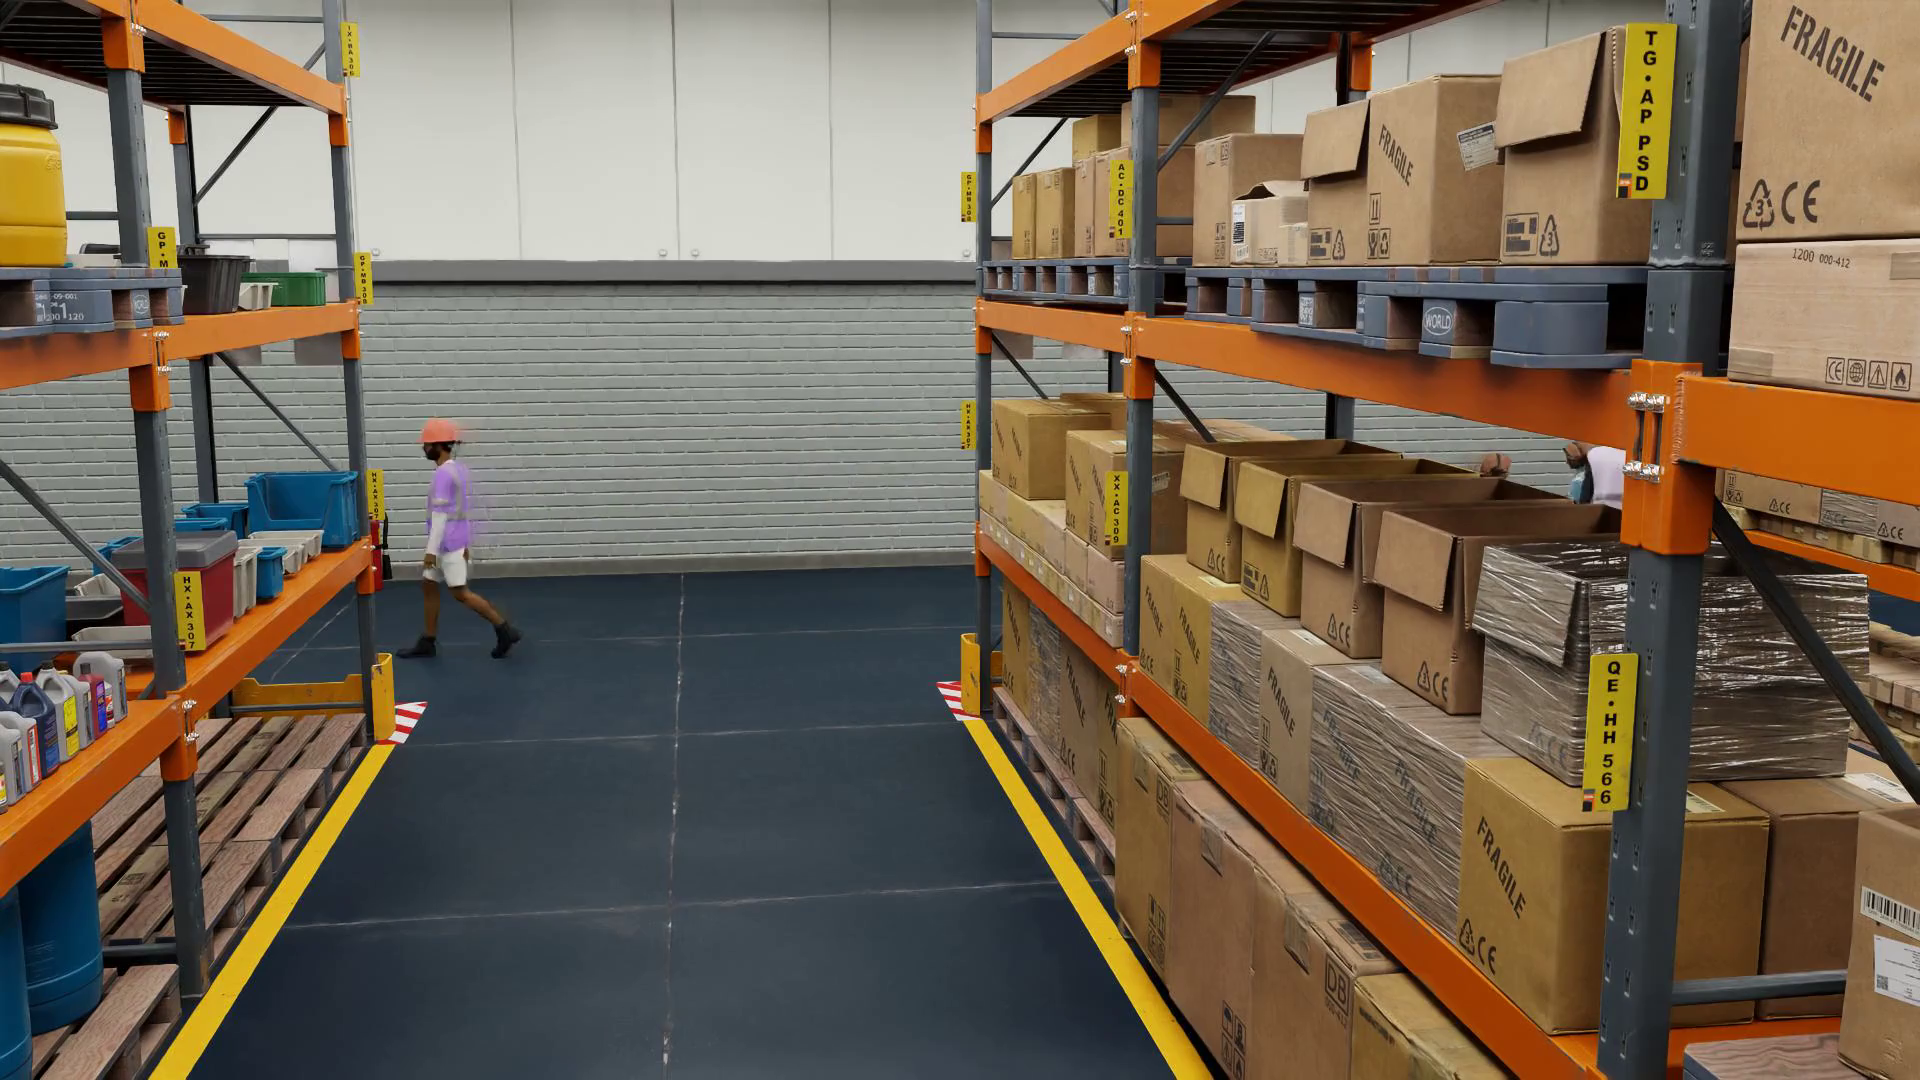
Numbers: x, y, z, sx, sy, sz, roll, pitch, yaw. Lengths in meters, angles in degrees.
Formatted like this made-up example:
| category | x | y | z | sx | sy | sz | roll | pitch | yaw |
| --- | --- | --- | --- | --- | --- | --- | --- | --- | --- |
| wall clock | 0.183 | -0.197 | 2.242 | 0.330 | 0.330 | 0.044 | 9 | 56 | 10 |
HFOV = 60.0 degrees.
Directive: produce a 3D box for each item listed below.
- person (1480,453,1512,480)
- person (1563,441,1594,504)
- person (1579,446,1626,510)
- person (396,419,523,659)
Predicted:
| category | x | y | z | sx | sy | sz | roll | pitch | yaw |
| --- | --- | --- | --- | --- | --- | --- | --- | --- | --- |
| person | 4.036 | 0.106 | 13.176 | 0.595 | 1.607 | 0.533 | -2 | 9 | -11 |
| person | 5.266 | -0.054 | 14.149 | 0.671 | 1.597 | 0.541 | 5 | 10 | 27 |
| person | 5.424 | -0.120 | 13.735 | 0.638 | 1.880 | 0.542 | 3 | 10 | 20 |
| person | -3.915 | 0.001 | 12.940 | 0.936 | 1.904 | 0.545 | -2 | 9 | -12 |
